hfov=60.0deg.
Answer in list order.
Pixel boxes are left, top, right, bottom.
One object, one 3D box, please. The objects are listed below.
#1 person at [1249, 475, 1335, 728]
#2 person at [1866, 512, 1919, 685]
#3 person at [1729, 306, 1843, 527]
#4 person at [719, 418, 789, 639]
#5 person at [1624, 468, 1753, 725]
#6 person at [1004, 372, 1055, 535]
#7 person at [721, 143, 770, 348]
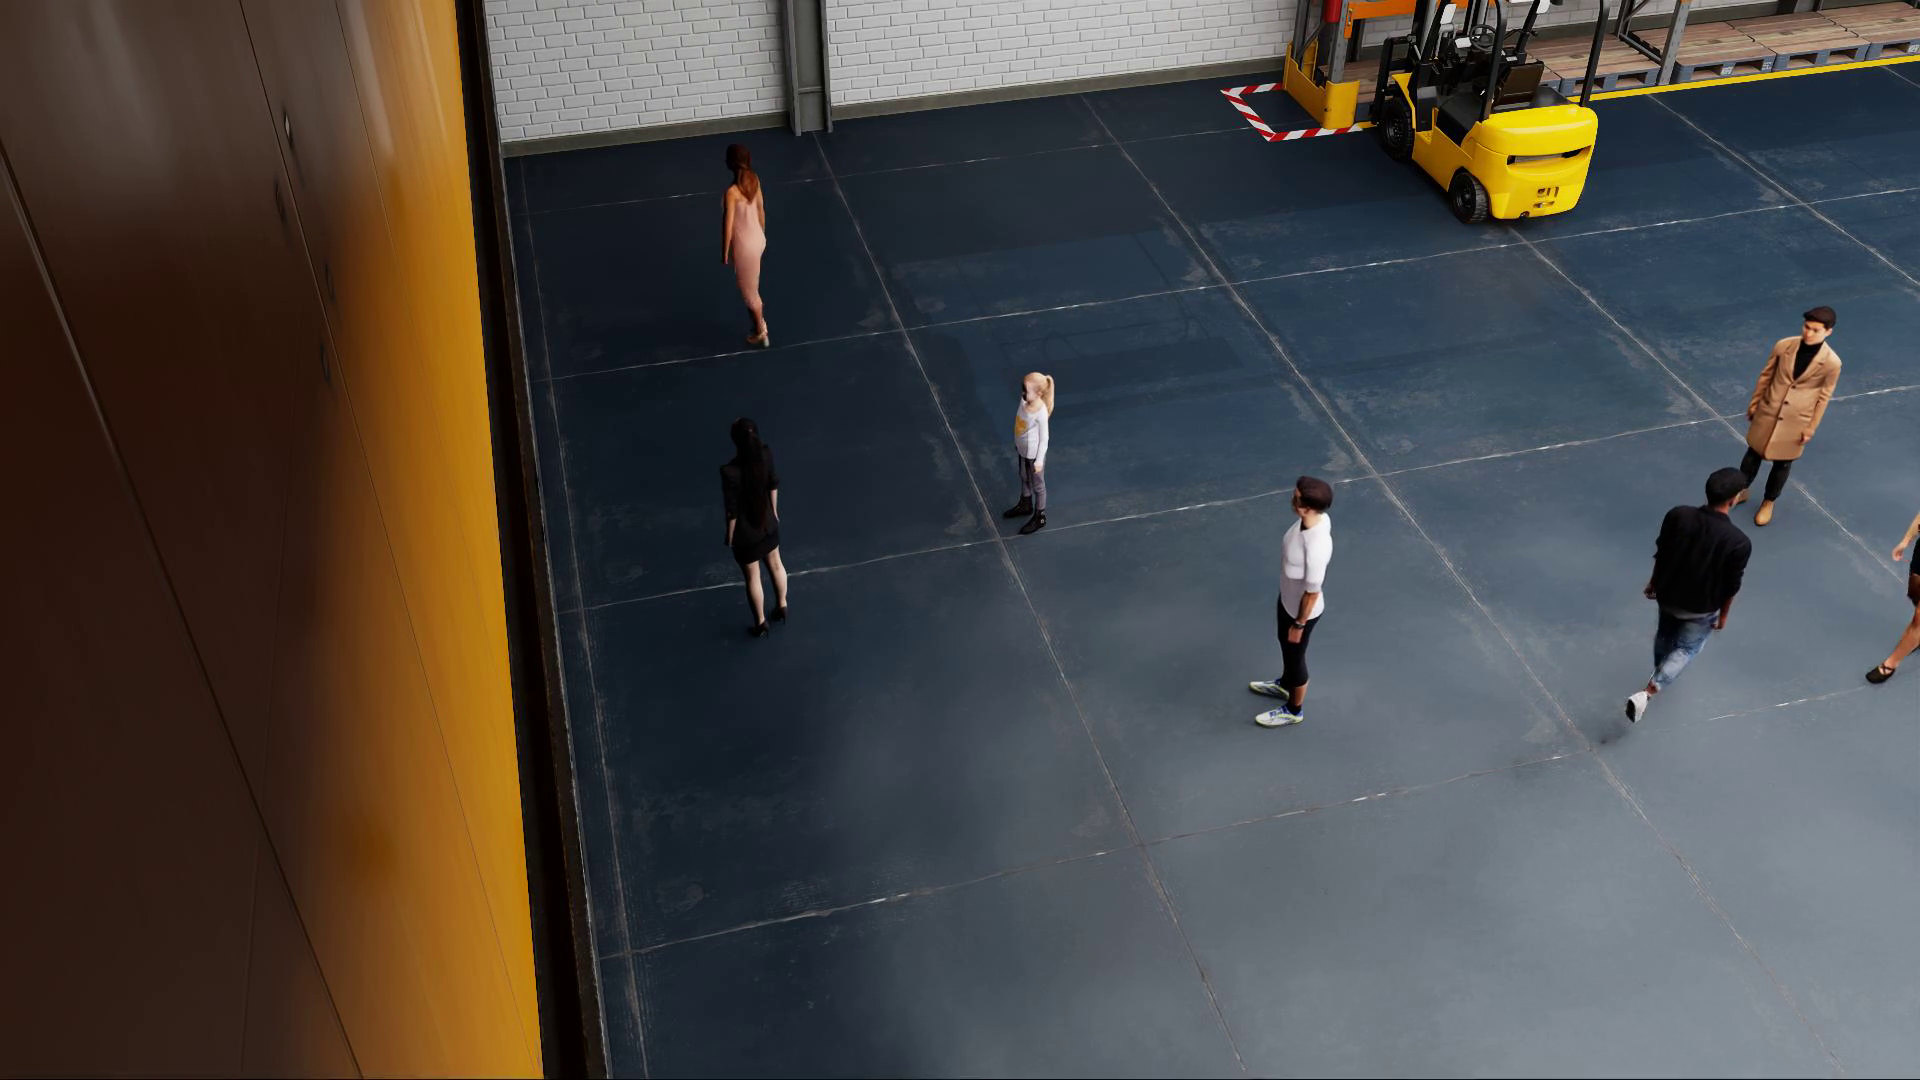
[{"bbox_3d":[2.070,0.366,10.129,0.684,1.849,0.730,3,39,3],"label":"person"},{"bbox_3d":[6.290,0.076,10.540,1.084,1.790,0.833,-18,42,-21],"label":"person"},{"bbox_3d":[5.878,-0.910,11.825,0.754,1.727,0.785,31,48,33],"label":"person"},{"bbox_3d":[-1.332,-0.078,10.809,0.739,1.696,0.630,31,48,33],"label":"person"},{"bbox_3d":[4.416,0.357,10.188,1.175,1.789,0.985,-29,47,-31],"label":"person"},{"bbox_3d":[0.519,-0.646,11.854,0.556,1.279,0.535,-19,42,-22],"label":"person"},{"bbox_3d":[-1.661,-2.364,13.566,0.774,1.826,0.718,19,42,22],"label":"person"}]
